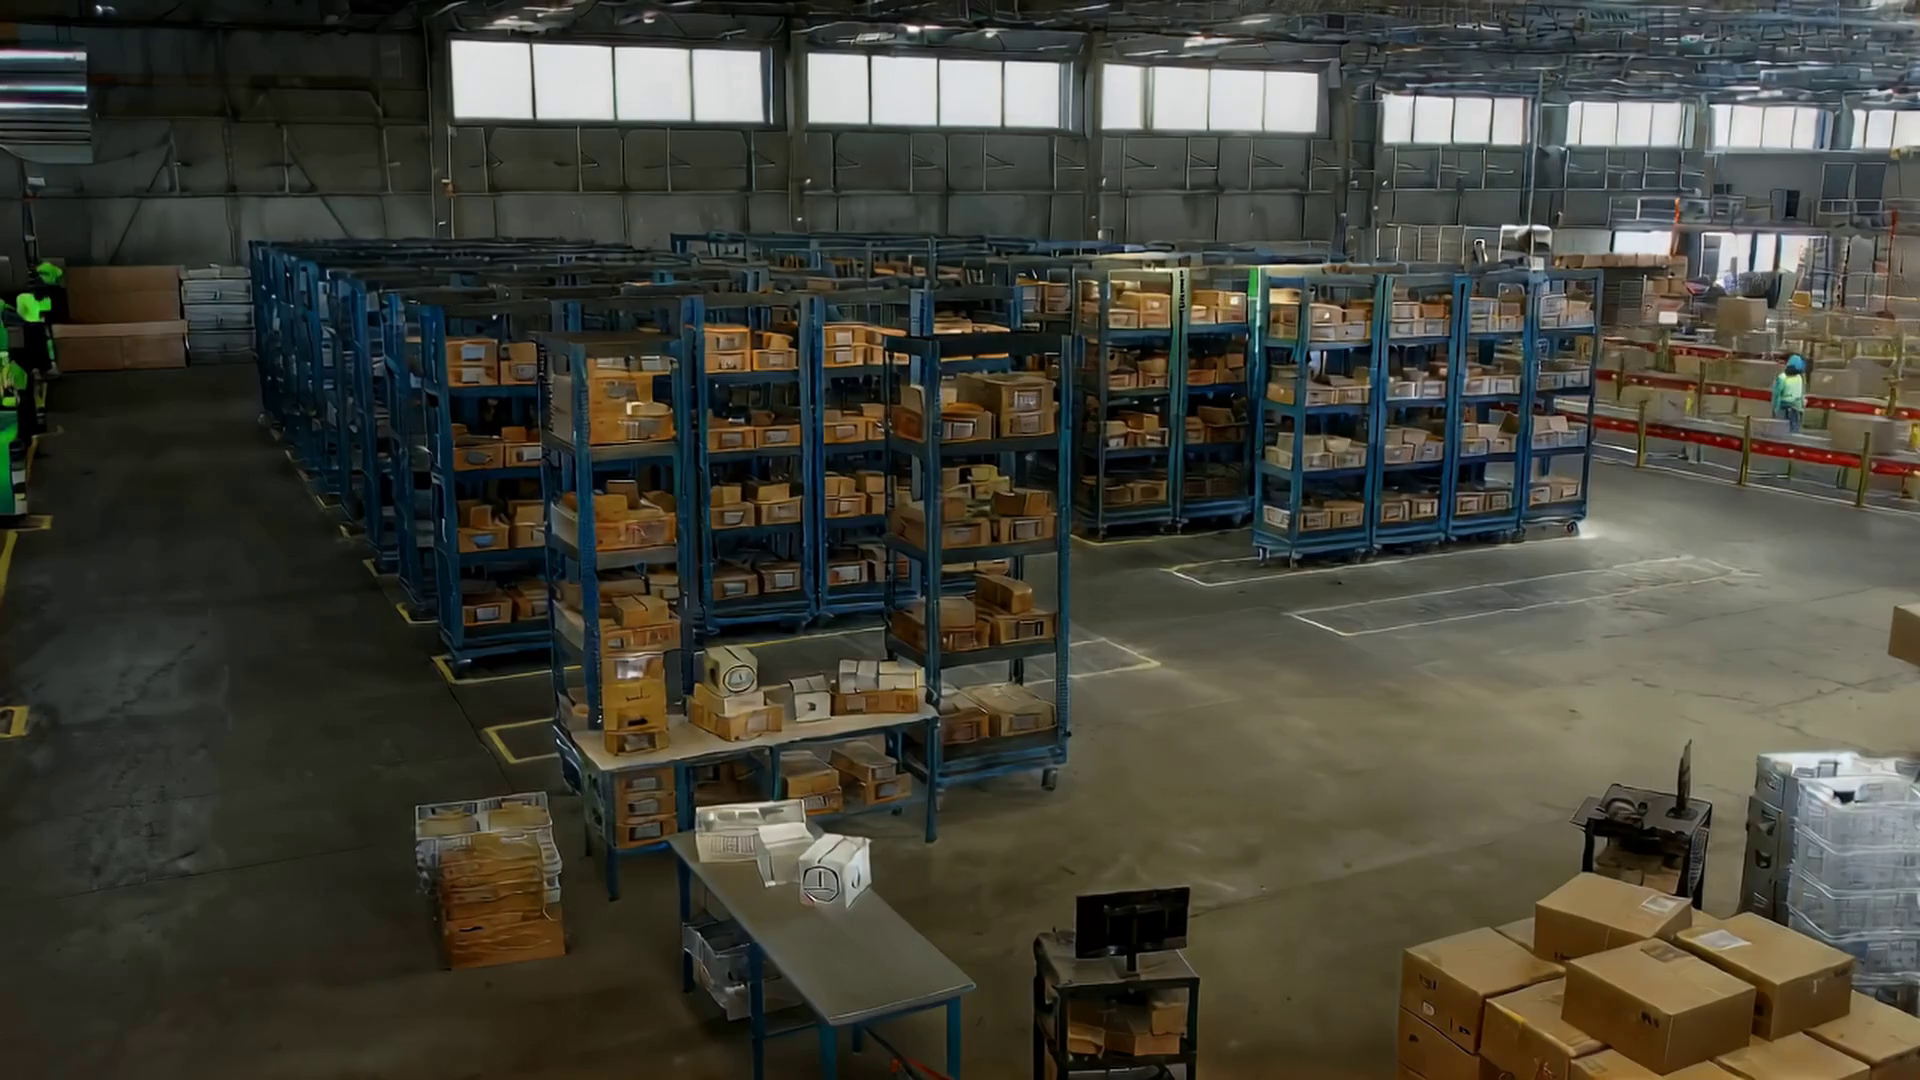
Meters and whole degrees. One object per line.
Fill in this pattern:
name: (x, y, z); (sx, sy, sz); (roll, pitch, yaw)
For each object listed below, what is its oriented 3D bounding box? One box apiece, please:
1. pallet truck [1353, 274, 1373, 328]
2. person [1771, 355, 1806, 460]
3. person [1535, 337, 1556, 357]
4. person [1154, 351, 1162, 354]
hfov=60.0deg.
pallet truck: (13.011, -8.050, 55.243); (0.823, 1.965, 1.885); (-7, 14, -28)
person: (14.248, -2.271, 28.616); (0.591, 1.826, 0.403); (-1, 12, -4)
person: (14.242, -4.701, 40.438); (0.503, 1.633, 0.280); (2, 12, 10)
person: (5.198, -5.995, 46.100); (0.986, 1.798, 0.563); (-4, 13, -19)
